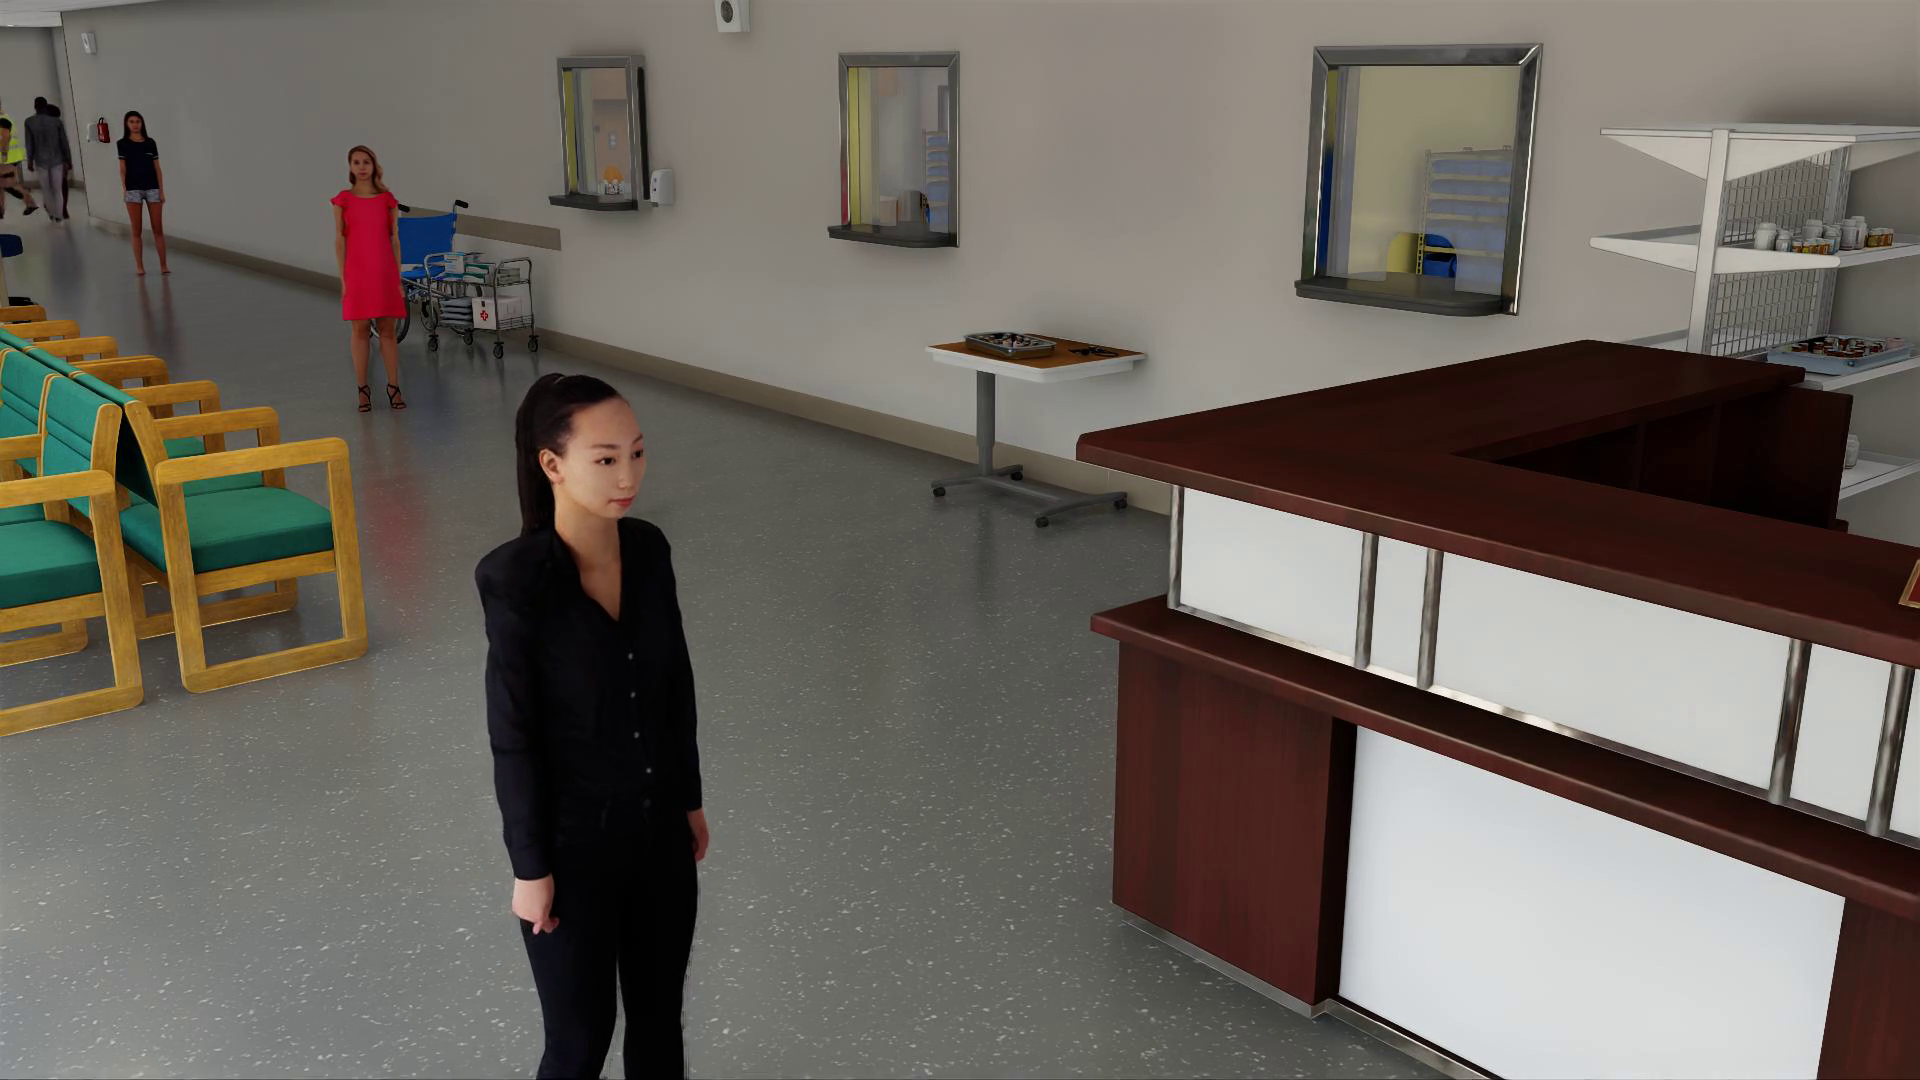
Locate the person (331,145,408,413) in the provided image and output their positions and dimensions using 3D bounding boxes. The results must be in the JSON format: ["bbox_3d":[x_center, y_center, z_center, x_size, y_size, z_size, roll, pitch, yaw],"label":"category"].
[{"bbox_3d":[-3.881,-1.726,10.962,0.560,1.728,0.693,-7,17,-24],"label":"person"}]

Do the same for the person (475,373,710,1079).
[{"bbox_3d":[-0.632,0.547,2.928,0.675,1.713,0.495,12,20,36],"label":"person"}]

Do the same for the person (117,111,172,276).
[{"bbox_3d":[-9.013,-3.826,18.345,0.500,1.764,0.655,-10,19,-32],"label":"person"}]

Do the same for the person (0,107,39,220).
[{"bbox_3d":[-14.337,-5.727,25.009,0.955,1.807,0.743,-12,19,-35],"label":"person"}]

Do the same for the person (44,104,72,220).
[{"bbox_3d":[-13.622,-5.667,24.998,0.873,1.697,0.876,-3,16,-12],"label":"person"}]

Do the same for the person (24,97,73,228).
[{"bbox_3d":[-13.014,-5.370,23.748,1.104,1.804,0.976,-7,17,-23],"label":"person"}]
